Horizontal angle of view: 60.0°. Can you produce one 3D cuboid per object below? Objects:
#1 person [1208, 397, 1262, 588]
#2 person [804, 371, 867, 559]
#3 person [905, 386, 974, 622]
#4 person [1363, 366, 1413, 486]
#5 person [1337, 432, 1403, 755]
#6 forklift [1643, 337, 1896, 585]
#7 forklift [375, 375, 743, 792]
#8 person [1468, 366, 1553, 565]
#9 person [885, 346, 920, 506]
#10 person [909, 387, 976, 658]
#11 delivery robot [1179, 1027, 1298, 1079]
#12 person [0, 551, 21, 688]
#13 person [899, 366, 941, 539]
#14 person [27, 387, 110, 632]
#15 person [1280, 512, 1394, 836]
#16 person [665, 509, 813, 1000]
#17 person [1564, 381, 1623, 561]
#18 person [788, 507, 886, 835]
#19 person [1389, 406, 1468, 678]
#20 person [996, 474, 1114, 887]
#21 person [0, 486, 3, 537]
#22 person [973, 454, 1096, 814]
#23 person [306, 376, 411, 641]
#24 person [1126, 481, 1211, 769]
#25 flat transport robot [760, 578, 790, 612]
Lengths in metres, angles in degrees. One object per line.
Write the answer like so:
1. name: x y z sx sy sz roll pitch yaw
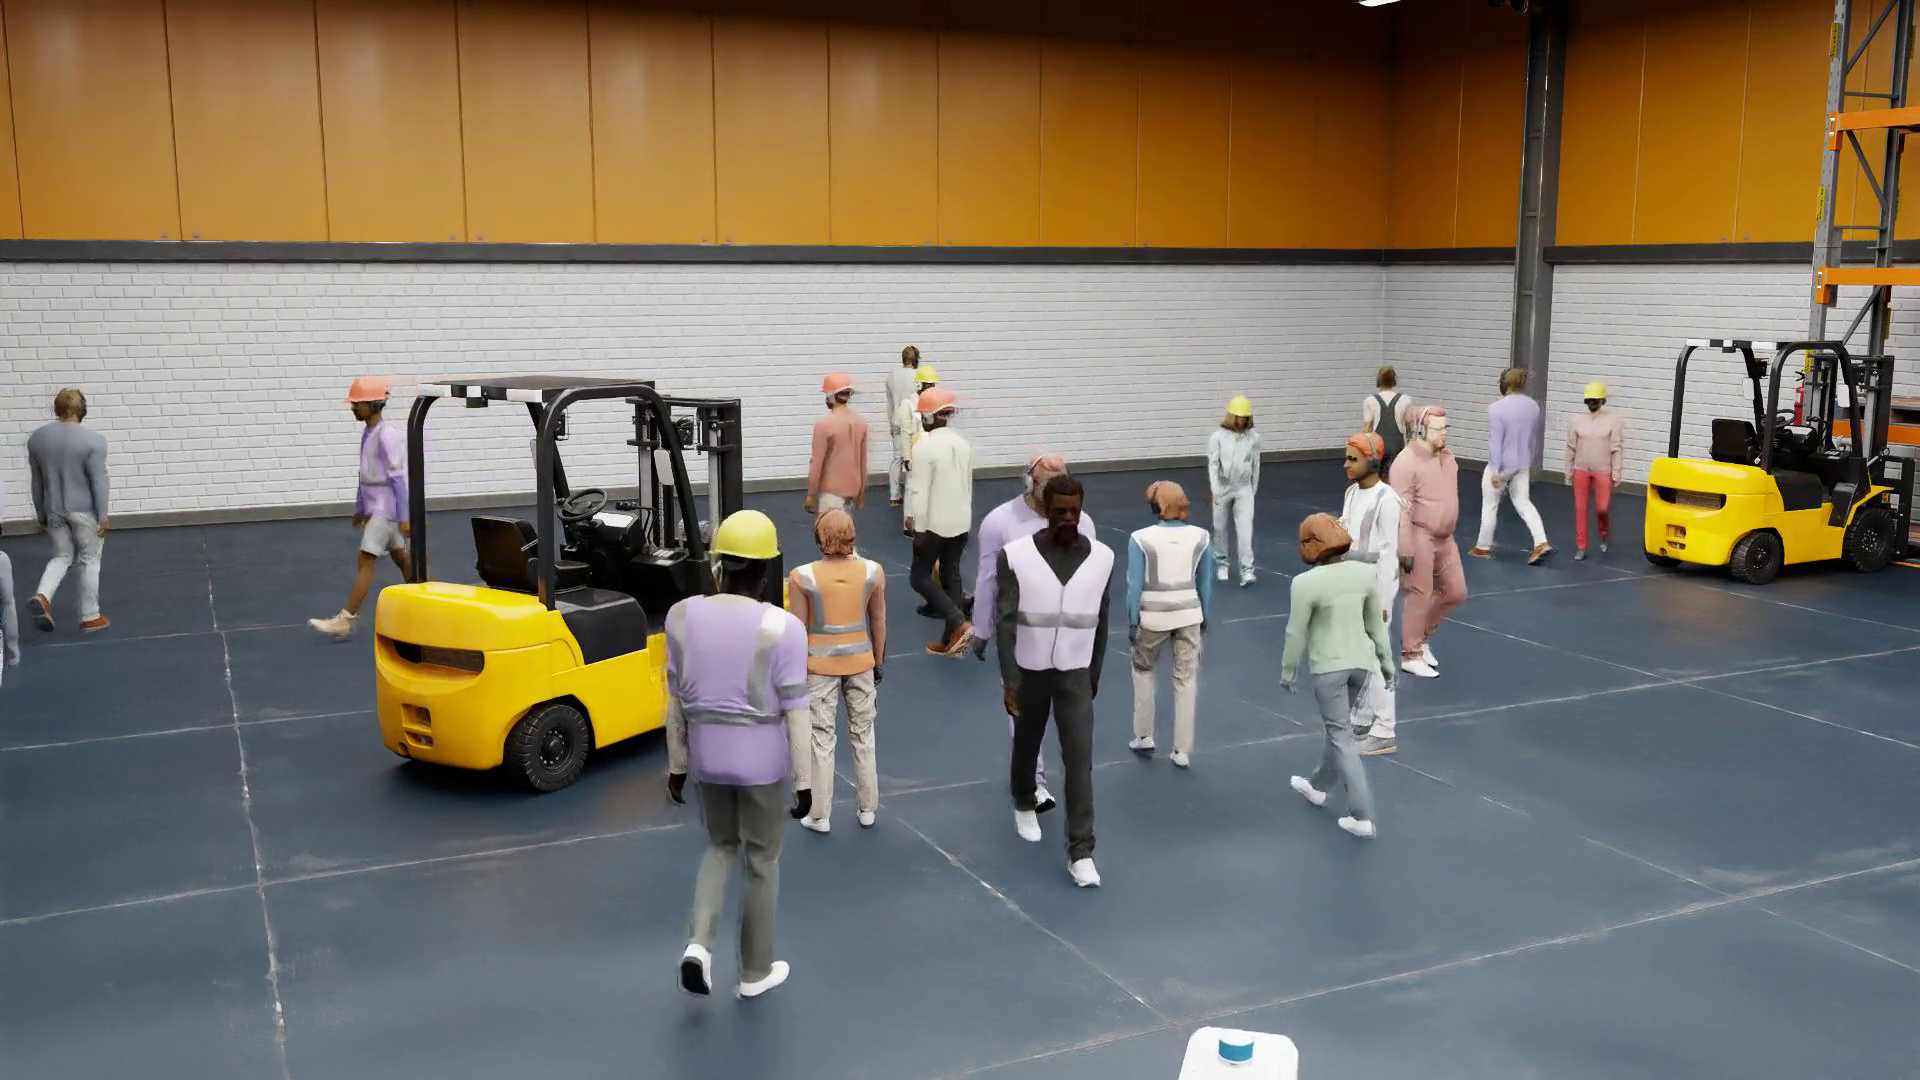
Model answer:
1. person: 2.448 -0.423 14.808 0.484 1.684 0.929 0 9 0
2. person: -0.974 -0.425 13.925 0.835 1.973 0.614 6 11 33
3. person: -0.114 -0.262 13.147 0.543 1.905 0.842 -6 11 -35
4. person: 4.529 -0.938 17.663 0.536 1.793 0.967 2 9 11
5. person: 2.374 0.307 9.705 0.347 1.877 0.573 -2 9 -11
6. forklift: 7.551 -0.789 15.507 2.313 2.155 1.214 -4 10 -25
7. forklift: -2.268 0.149 9.685 1.214 2.155 2.313 6 11 32
8. person: 5.319 -0.711 15.955 0.635 1.911 0.967 -4 10 -23
9. person: -0.613 -1.335 19.733 0.630 1.934 0.365 7 12 39
10. person: -0.115 -0.105 11.940 0.552 1.972 0.638 7 12 38
11. delivery robot: 0.809 1.690 4.907 0.477 0.478 0.707 2 10 14
12. person: -5.234 0.587 8.754 0.502 1.620 0.378 -5 10 -27
13. person: -0.369 -0.917 17.461 0.597 1.823 0.403 -8 12 -41
14. person: -6.839 -0.201 12.721 0.645 1.913 0.678 1 9 6
15. person: 1.864 0.646 8.429 0.561 1.587 0.805 -5 10 -27
16. person: -0.844 0.837 6.291 0.602 1.907 0.487 3 10 20
17. person: 6.151 -0.678 16.167 0.542 1.748 0.447 5 11 29
18. person: -0.608 0.652 8.282 0.514 1.641 0.307 -4 10 -22
19. person: 3.243 0.014 11.471 0.668 1.884 0.445 -8 12 -40
20. person: 0.439 0.610 7.870 0.590 1.877 1.020 -2 9 -11
21. person: -7.843 -0.186 13.017 0.625 1.797 0.932 -5 10 -28
22. person: 0.436 0.482 8.666 0.656 1.850 0.998 -3 10 -18
23. person: -4.517 -0.234 12.645 1.017 1.996 0.636 -5 10 -29
24. person: 1.178 0.466 9.498 0.530 1.616 0.612 -1 9 -9
25. flat transport robot: -1.964 0.436 13.856 1.431 0.197 0.652 4 10 24
